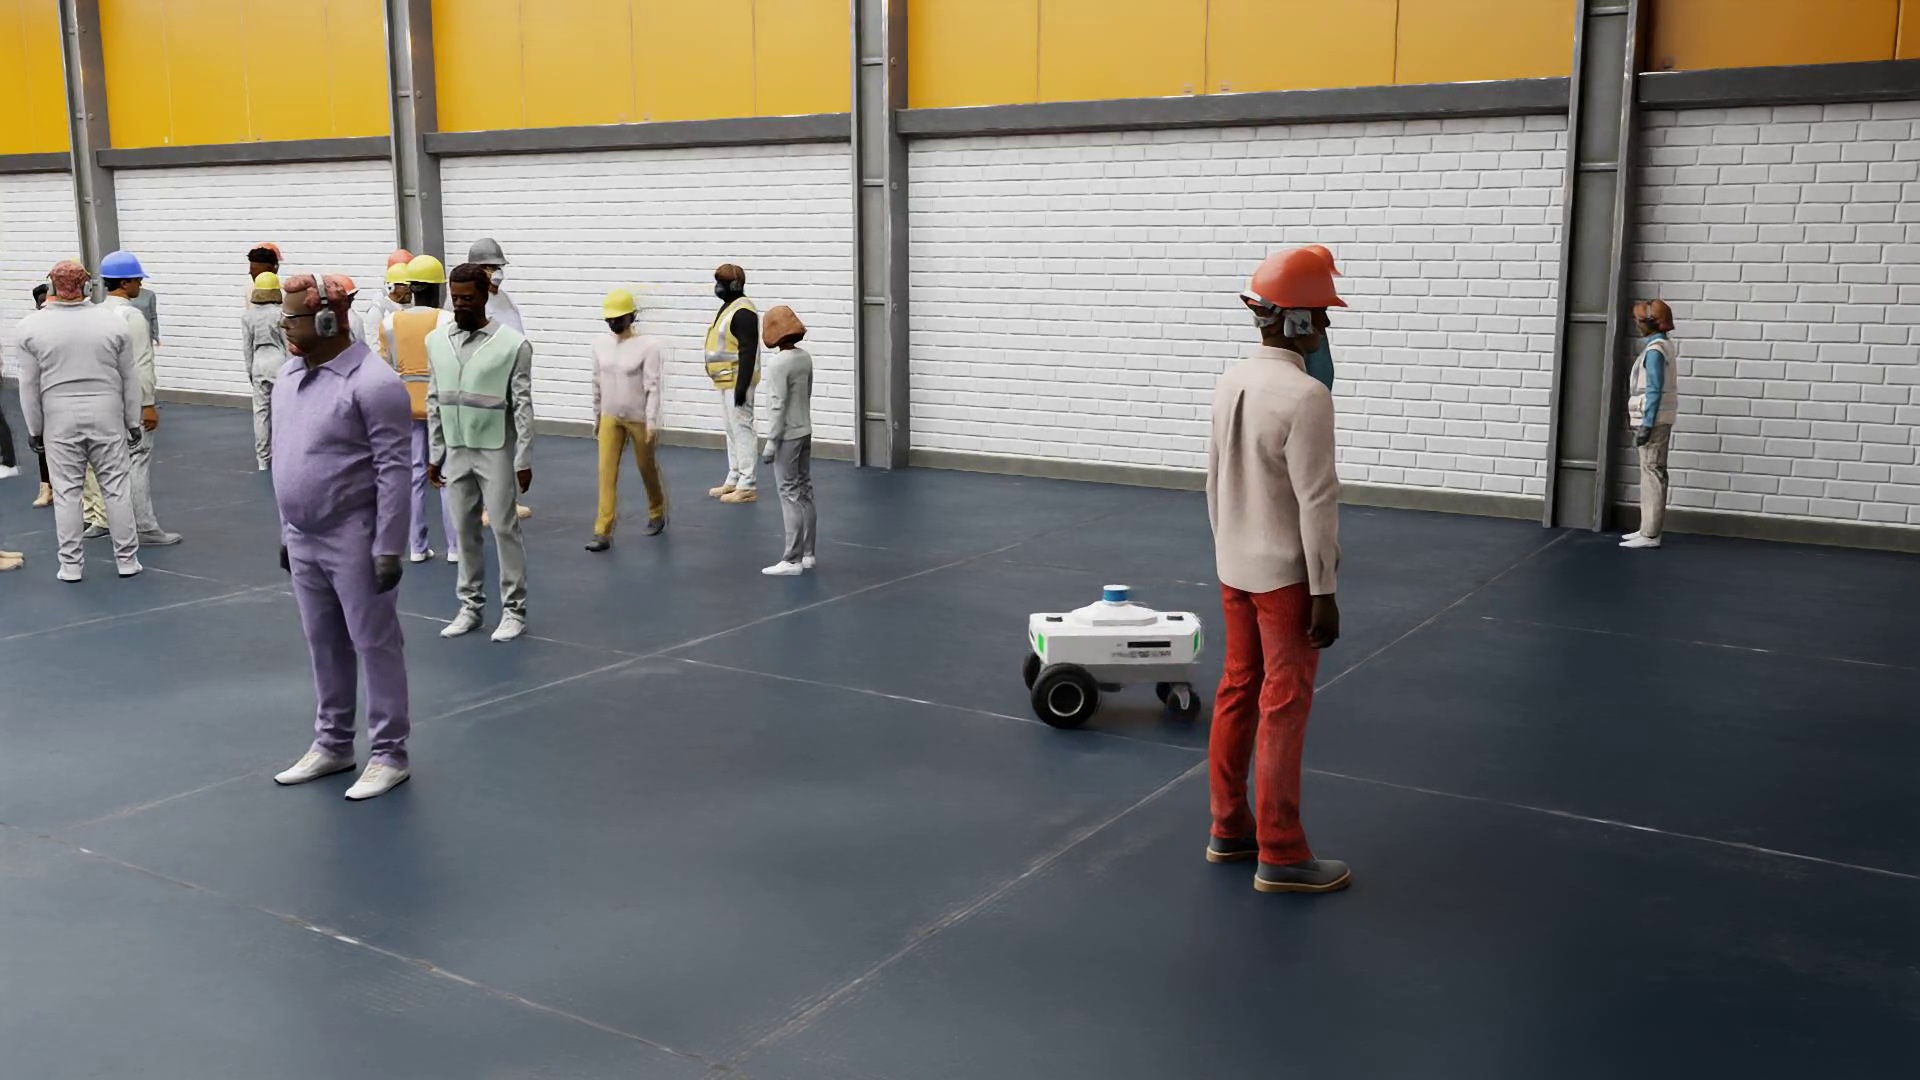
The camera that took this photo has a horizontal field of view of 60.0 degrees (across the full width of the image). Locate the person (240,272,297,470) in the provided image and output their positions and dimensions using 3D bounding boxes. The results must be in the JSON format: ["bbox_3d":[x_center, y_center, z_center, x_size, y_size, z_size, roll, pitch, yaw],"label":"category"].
[{"bbox_3d":[-6.061,-1.484,14.678,0.483,1.745,0.302,2,10,10],"label":"person"}]

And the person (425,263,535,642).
[{"bbox_3d":[-2.424,-0.442,8.455,0.591,1.910,0.388,3,11,17],"label":"person"}]

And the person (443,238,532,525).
[{"bbox_3d":[-3.340,-1.140,11.947,0.536,2.000,0.672,4,11,21],"label":"person"}]

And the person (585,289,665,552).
[{"bbox_3d":[-2.210,-0.814,11.070,0.529,1.710,0.943,2,10,13],"label":"person"}]

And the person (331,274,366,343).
[{"bbox_3d":[-4.953,-1.262,13.419,0.330,1.751,0.563,-2,11,-13],"label":"person"}]

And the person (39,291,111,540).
[{"bbox_3d":[-6.000,-0.881,11.305,0.336,1.749,0.575,-9,13,-40],"label":"person"}]

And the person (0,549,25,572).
[{"bbox_3d":[-5.989,-0.712,10.153,0.350,1.837,0.511,-7,12,-33],"label":"person"}]

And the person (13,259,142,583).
[{"bbox_3d":[-5.206,-0.699,9.877,0.643,1.909,0.410,-6,12,-30],"label":"person"}]

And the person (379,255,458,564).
[{"bbox_3d":[-3.305,-0.804,10.396,0.585,1.928,0.369,1,10,8],"label":"person"}]

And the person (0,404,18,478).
[{"bbox_3d":[-8.301,-1.395,13.942,0.563,1.832,0.718,4,11,20],"label":"person"}]

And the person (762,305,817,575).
[{"bbox_3d":[-1.046,-0.602,10.095,0.279,1.633,0.499,3,11,19],"label":"person"}]

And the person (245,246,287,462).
[{"bbox_3d":[-6.218,-1.666,15.066,0.362,1.963,0.613,-8,13,-38],"label":"person"}]

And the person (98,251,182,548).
[{"bbox_3d":[-5.495,-0.920,10.983,0.605,1.949,0.401,8,13,37],"label":"person"}]

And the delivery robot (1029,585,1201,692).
[{"bbox_3d":[0.658,0.435,7.076,0.707,0.478,0.477,-1,10,-3],"label":"delivery robot"}]

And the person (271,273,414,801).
[{"bbox_3d":[-2.273,-0.007,6.053,0.643,1.905,0.400,6,12,32],"label":"person"}]

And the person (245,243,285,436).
[{"bbox_3d":[-7.062,-2.044,17.091,0.619,1.992,0.388,7,12,32],"label":"person"}]

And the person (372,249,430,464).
[{"bbox_3d":[-4.903,-1.593,14.743,0.361,1.938,0.545,7,12,34],"label":"person"}]

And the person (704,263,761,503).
[{"bbox_3d":[-1.761,-1.212,12.903,0.430,1.843,0.619,-4,11,-20],"label":"person"}]

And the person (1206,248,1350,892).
[{"bbox_3d":[0.997,0.099,5.206,0.381,1.994,0.622,-4,11,-21],"label":"person"}]

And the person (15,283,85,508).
[{"bbox_3d":[-6.852,-1.089,12.611,0.535,1.700,0.318,-2,10,-13],"label":"person"}]

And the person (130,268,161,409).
[{"bbox_3d":[-9.822,-2.431,19.870,0.329,1.765,0.526,9,14,42],"label":"person"}]

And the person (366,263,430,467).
[{"bbox_3d":[-4.827,-1.474,14.403,0.403,1.825,0.594,5,11,27],"label":"person"}]

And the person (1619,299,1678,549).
[{"bbox_3d":[4.550,-0.758,10.945,0.313,1.639,0.513,5,12,28],"label":"person"}]
